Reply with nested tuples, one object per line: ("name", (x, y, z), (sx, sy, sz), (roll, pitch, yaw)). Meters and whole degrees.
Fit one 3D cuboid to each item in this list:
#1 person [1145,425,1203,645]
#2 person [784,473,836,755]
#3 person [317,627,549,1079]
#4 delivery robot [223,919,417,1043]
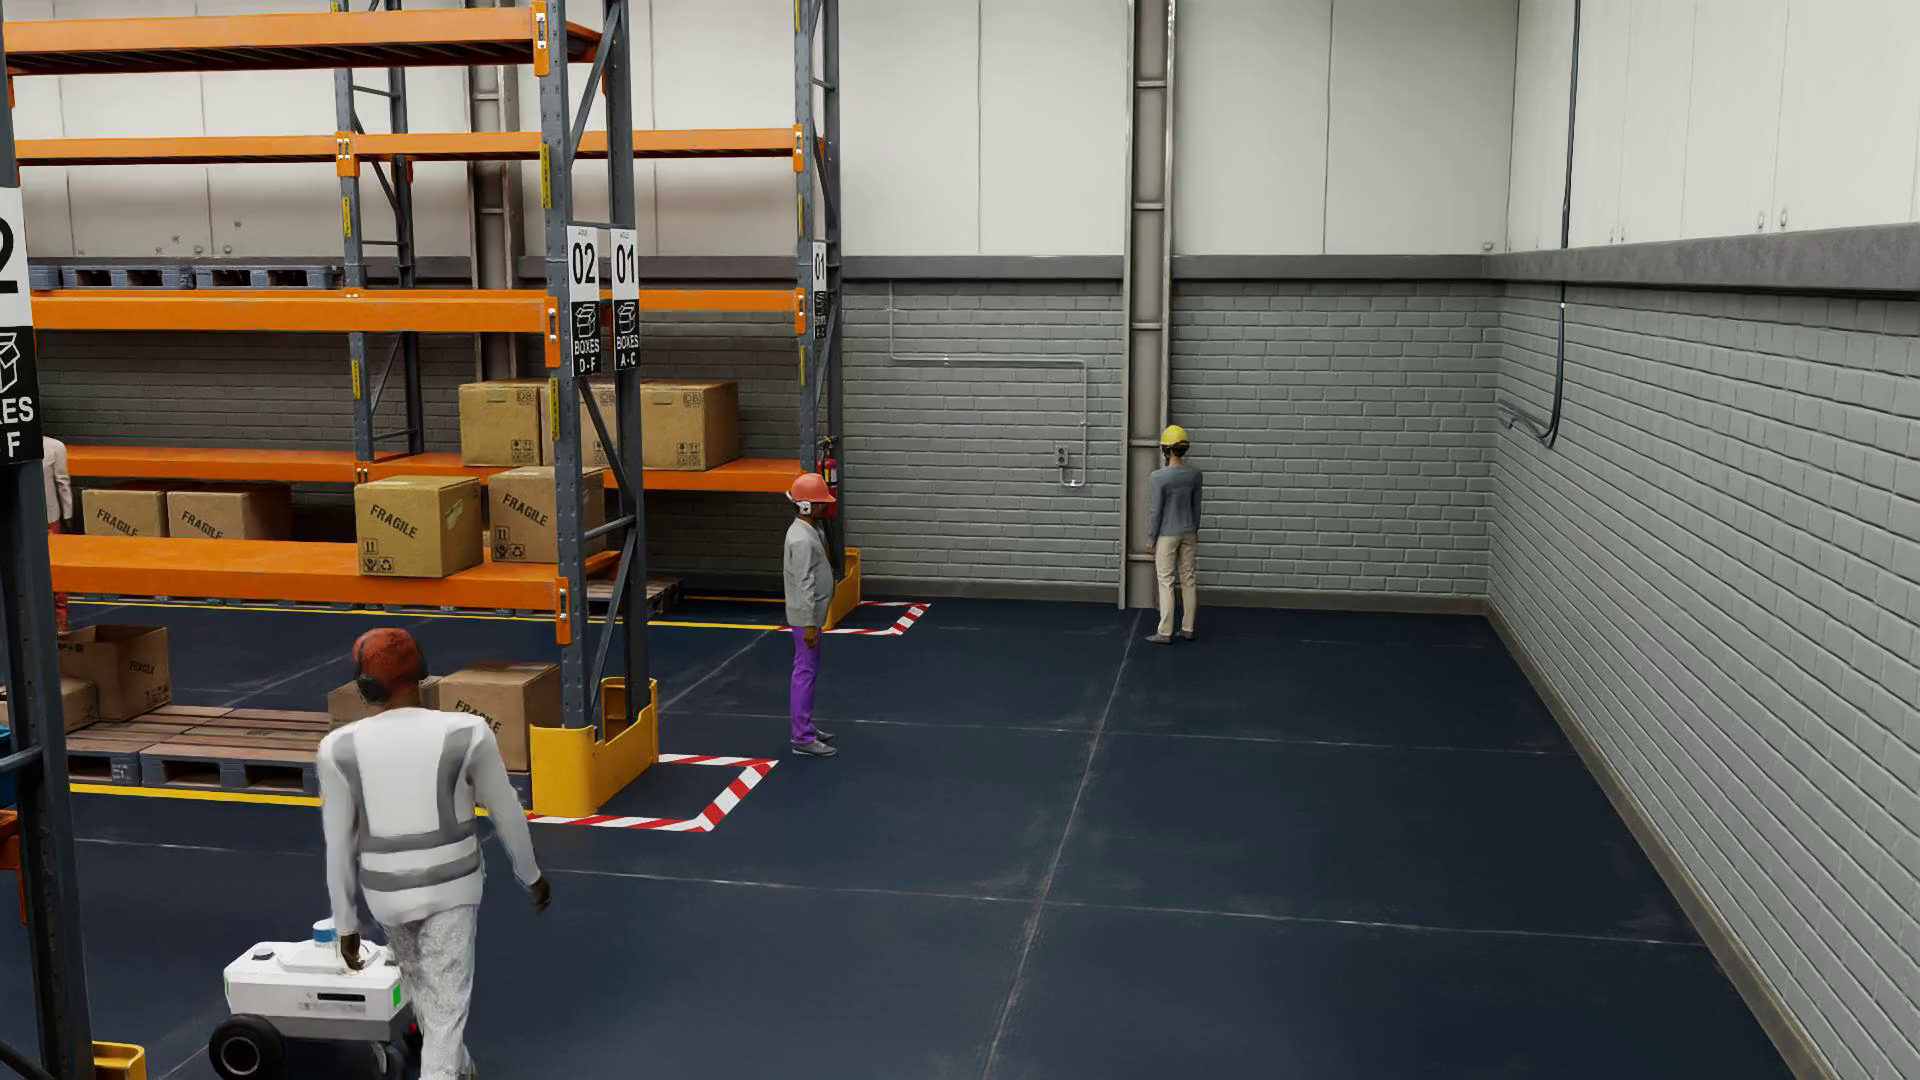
("person", (1.713, -0.038, 13.374), (0.525, 1.769, 0.312), (-6, 11, -33))
("person", (-0.928, 0.453, 10.361), (0.331, 1.750, 0.573), (-1, 9, -6))
("person", (-1.763, 1.193, 5.550), (0.667, 1.830, 0.997), (0, 9, -3))
("delivery robot", (-2.360, 1.668, 6.242), (0.707, 0.478, 0.477), (1, 9, 5))
